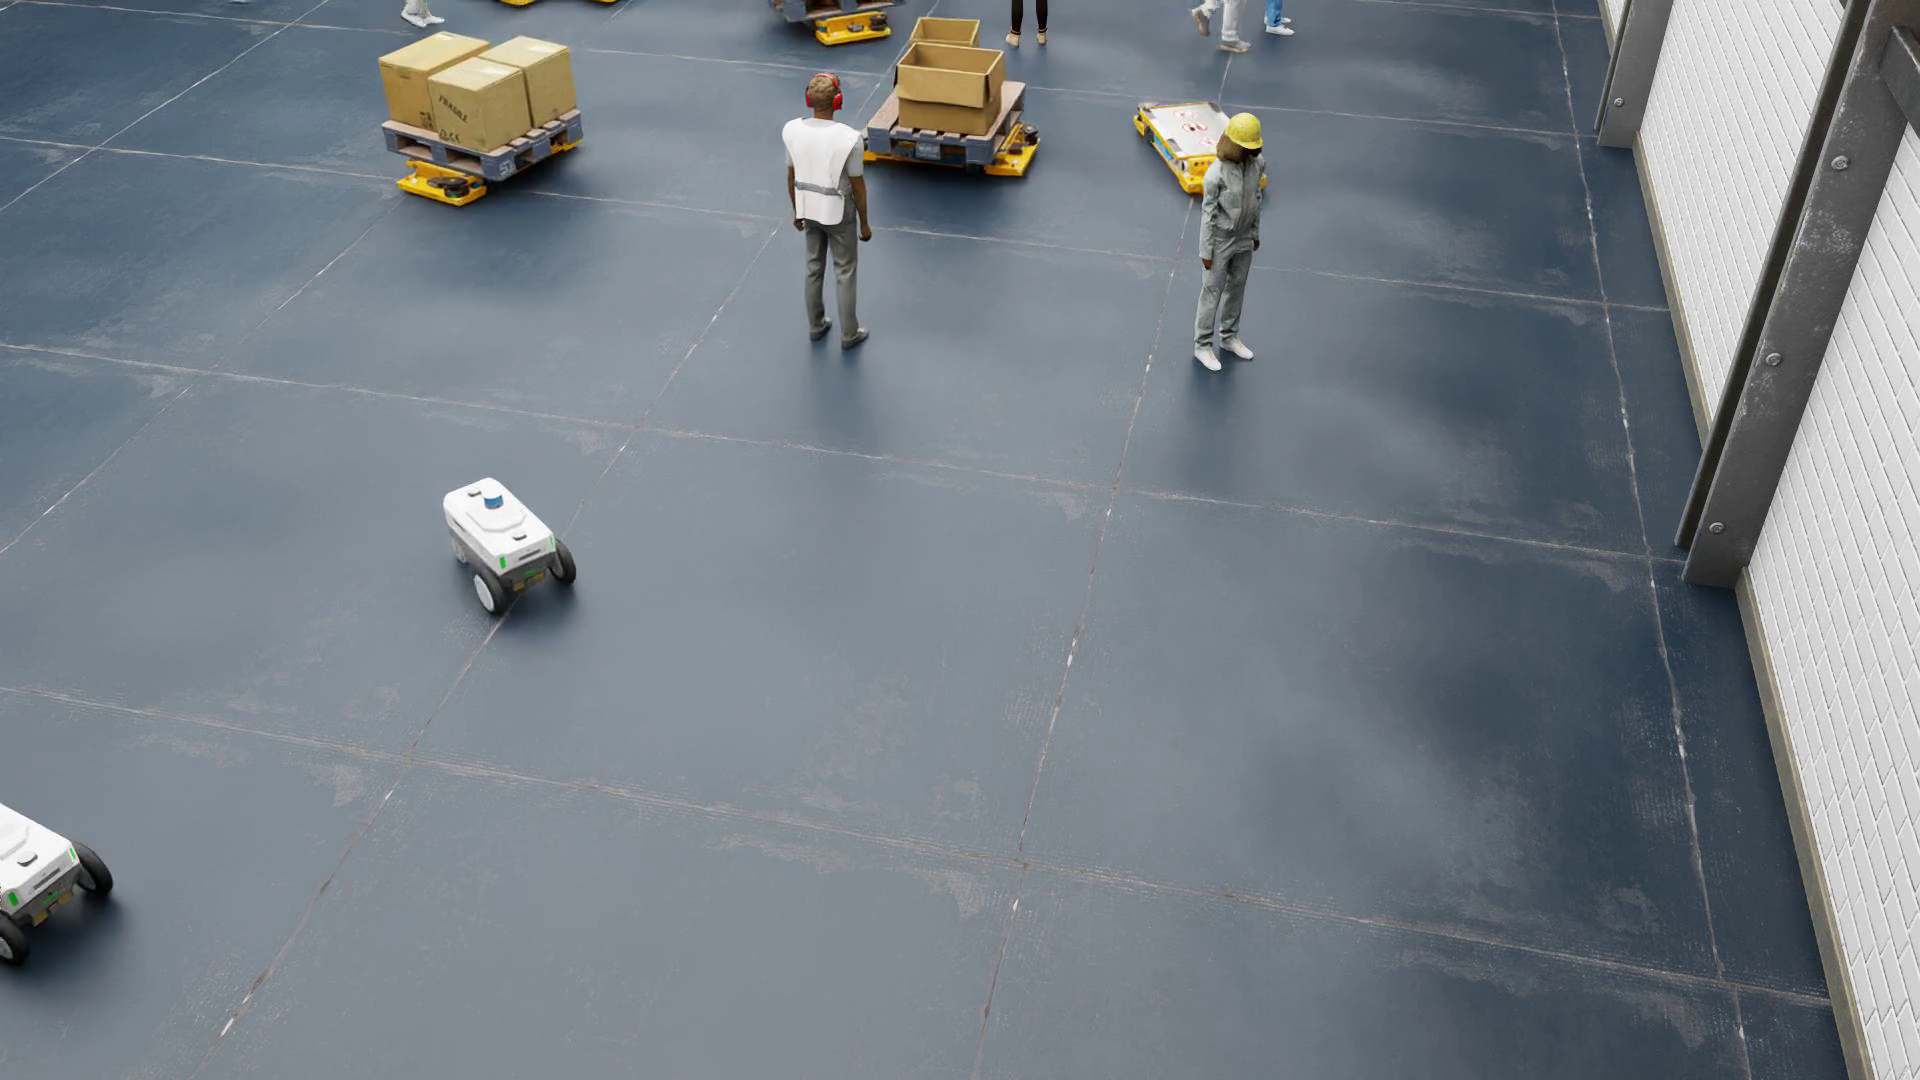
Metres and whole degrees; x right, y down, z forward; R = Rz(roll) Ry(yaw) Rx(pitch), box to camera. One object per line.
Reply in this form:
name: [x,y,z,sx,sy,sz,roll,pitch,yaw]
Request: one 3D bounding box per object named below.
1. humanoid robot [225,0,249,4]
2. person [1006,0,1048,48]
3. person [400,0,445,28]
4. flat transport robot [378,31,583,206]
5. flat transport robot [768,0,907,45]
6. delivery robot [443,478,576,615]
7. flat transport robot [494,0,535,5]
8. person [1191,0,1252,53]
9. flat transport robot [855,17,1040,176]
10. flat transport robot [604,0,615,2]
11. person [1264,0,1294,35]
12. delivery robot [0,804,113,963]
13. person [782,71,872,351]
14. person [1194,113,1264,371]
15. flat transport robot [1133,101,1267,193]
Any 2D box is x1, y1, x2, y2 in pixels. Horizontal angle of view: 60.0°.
humanoid robot: [-6.940,-6.097,16.177,0.562,1.754,1.023,14,39,19]
person: [0.628,-5.353,15.189,0.535,1.696,0.318,-7,37,-9]
person: [-5.133,-5.593,15.565,0.384,1.620,0.544,-22,42,-27]
flat transport robot: [-3.769,-3.082,13.343,0.659,0.231,1.431,19,41,24]
flat transport robot: [-1.248,-5.135,16.090,0.659,0.231,1.431,-16,40,-20]
delivery robot: [-2.468,-0.001,8.984,0.499,0.597,0.779,-27,44,-31]
flat transport robot: [-4.698,-5.727,16.882,1.431,0.231,0.659,24,43,28]
person: [2.448,-5.329,15.011,0.513,1.866,0.621,10,38,13]
flat transport robot: [-0.113,-3.240,13.554,1.431,0.231,0.659,9,38,12]
flat transport robot: [-3.394,-5.859,17.059,0.659,0.231,1.431,19,41,23]
person: [3.058,-5.627,15.528,0.371,1.728,0.496,4,37,5]
delivery robot: [-4.098,1.376,7.124,0.746,0.578,0.517,18,40,23]
person: [-0.852,-2.082,10.698,0.564,1.836,0.401,16,40,21]
person: [1.717,-1.883,10.518,0.490,1.729,0.320,-26,44,-30]
flat transport robot: [1.937,-3.222,13.531,0.659,0.231,1.431,-8,37,-10]
